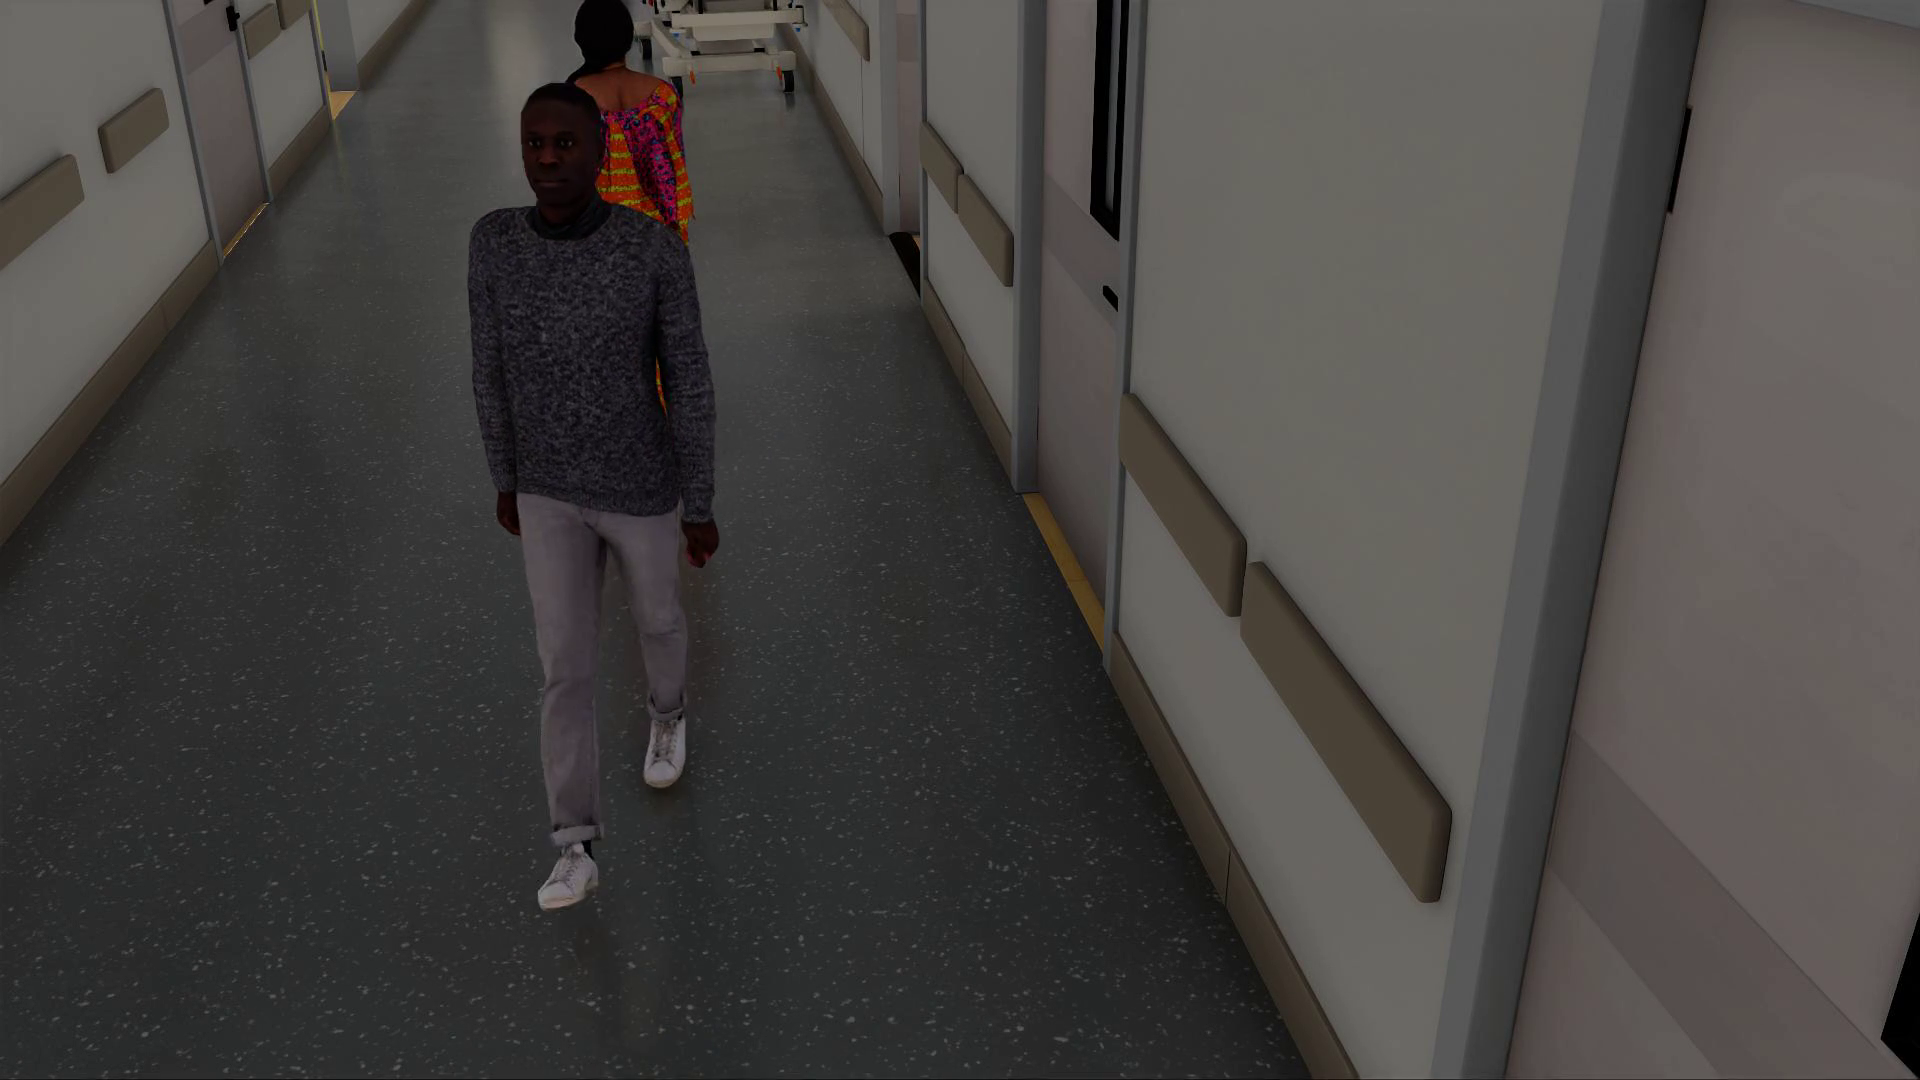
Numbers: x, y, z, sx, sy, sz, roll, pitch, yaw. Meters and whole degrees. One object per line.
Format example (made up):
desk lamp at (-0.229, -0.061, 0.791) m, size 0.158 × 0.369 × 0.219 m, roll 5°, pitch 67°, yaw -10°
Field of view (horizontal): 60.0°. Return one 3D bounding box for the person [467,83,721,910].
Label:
person at (-0.799, -0.136, 3.874) m, size 1.176 × 1.791 × 0.909 m, roll 0°, pitch 26°, yaw 0°

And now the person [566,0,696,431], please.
person at (-1.251, -1.181, 6.163) m, size 0.689 × 1.686 × 0.786 m, roll -13°, pitch 29°, yaw -25°
